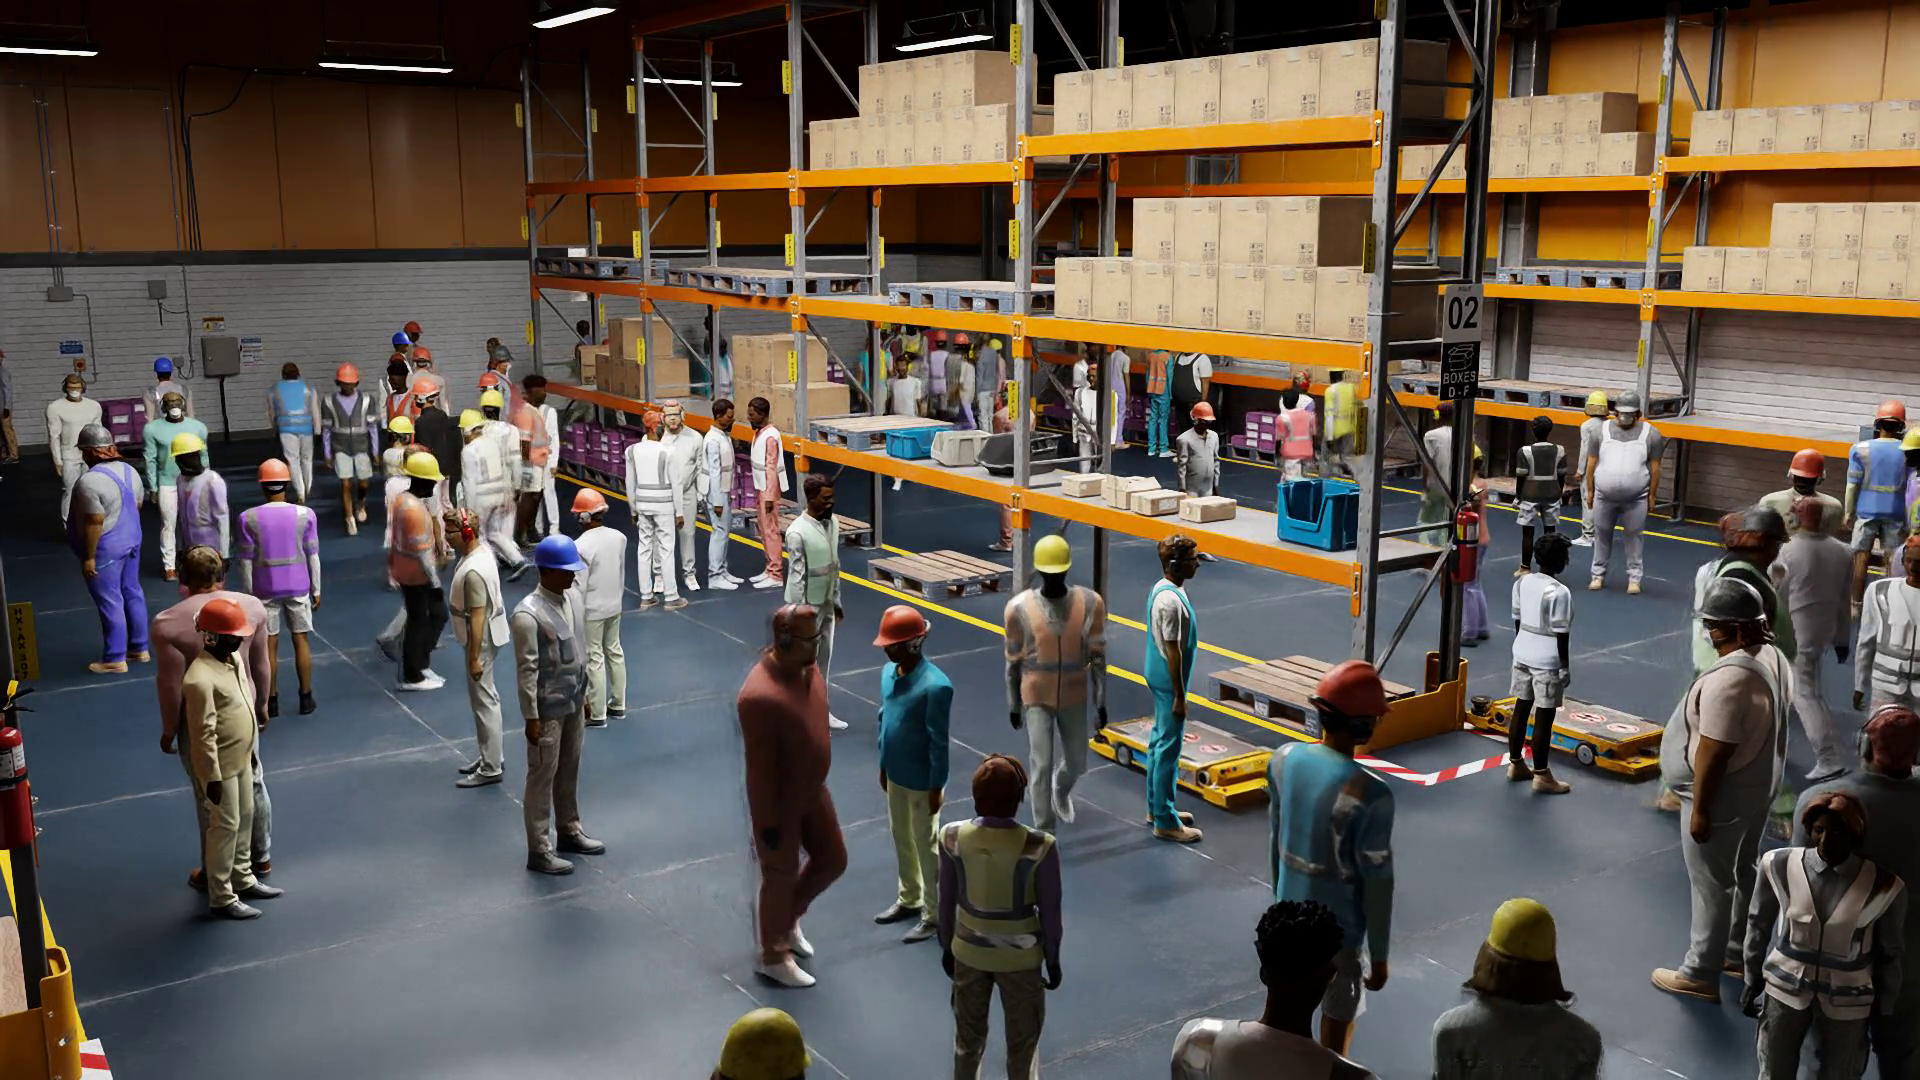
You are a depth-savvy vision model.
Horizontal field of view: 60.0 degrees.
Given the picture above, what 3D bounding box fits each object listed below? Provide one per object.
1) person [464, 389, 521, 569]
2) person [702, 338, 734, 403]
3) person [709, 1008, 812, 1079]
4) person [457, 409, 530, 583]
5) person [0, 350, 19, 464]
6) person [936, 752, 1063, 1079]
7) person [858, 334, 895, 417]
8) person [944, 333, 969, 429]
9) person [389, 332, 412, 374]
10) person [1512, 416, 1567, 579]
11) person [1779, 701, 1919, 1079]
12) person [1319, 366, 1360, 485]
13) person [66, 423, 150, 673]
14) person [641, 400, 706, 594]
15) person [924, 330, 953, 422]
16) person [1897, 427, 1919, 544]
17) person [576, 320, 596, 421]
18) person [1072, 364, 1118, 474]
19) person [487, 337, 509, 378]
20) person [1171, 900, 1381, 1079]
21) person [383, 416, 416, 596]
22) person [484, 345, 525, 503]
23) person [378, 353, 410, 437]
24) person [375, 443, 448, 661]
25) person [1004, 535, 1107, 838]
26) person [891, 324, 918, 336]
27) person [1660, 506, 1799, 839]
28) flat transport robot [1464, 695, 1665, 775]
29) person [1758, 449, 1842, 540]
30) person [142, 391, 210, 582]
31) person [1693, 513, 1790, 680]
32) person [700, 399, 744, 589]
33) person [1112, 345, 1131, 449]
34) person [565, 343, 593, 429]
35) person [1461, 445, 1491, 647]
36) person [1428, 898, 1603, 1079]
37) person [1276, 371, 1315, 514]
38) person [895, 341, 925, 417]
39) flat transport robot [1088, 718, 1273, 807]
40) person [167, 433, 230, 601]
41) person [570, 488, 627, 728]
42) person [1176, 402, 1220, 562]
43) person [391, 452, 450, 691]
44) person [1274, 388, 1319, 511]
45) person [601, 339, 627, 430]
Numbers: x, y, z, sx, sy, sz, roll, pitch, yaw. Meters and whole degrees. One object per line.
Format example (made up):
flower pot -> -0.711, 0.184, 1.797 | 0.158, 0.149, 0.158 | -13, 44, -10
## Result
person -> -4.852, -0.610, 17.325 | 0.584, 1.913, 0.409 | 0, 11, -2
person -> -3.705, -2.224, 25.789 | 0.438, 1.823, 0.649 | 8, 14, 35
person -> -0.517, 2.026, 4.282 | 0.492, 1.731, 0.324 | 6, 12, 28
person -> -4.680, -0.404, 16.529 | 0.611, 1.805, 0.632 | 3, 11, 16
person -> -14.373, -2.015, 24.894 | 0.573, 1.752, 0.327 | 10, 15, 41
person -> 0.148, 1.640, 6.518 | 0.519, 1.633, 0.314 | 5, 12, 23
person -> -1.302, -2.412, 26.748 | 0.578, 1.821, 0.665 | 3, 12, 17
person -> -0.008, -2.181, 25.308 | 0.389, 1.930, 0.544 | -8, 14, -36
person -> -8.447, -2.172, 25.206 | 0.384, 1.949, 0.604 | -3, 11, -14
person -> 5.879, -0.418, 16.887 | 0.532, 1.693, 0.319 | 0, 11, -2
person -> 3.455, 1.546, 6.321 | 0.661, 1.898, 0.397 | 3, 11, 16
person -> 4.924, -1.418, 21.489 | 0.593, 1.904, 0.863 | -8, 14, -35
person -> -6.981, 0.058, 13.557 | 0.536, 2.000, 0.688 | 1, 11, 6
person -> -2.814, -0.429, 16.393 | 0.639, 1.908, 0.409 | -3, 12, -17
person -> -0.294, -2.415, 26.628 | 0.558, 1.882, 1.004 | 4, 12, 20
person -> 8.313, -0.036, 14.407 | 0.509, 1.899, 0.601 | 3, 11, 14
person -> -6.374, -2.801, 28.480 | 0.364, 1.932, 0.630 | 2, 11, 11
person -> 1.659, -1.241, 20.609 | 0.573, 1.883, 0.355 | 4, 12, 19
person -> -7.116, -2.202, 25.623 | 0.346, 1.846, 0.506 | -7, 13, -32
person -> 0.833, 1.890, 4.410 | 0.609, 1.960, 0.365 | 7, 13, 31
person -> -5.446, -0.332, 16.285 | 0.335, 1.757, 0.518 | -10, 15, -43
person -> -5.881, -1.509, 21.574 | 0.538, 2.000, 0.684 | -2, 11, -11
person -> -7.493, -1.576, 22.358 | 0.577, 1.877, 0.341 | -3, 12, -17
person -> -4.626, 0.110, 13.874 | 0.576, 1.813, 0.694 | 8, 14, 37
person -> 0.544, 0.883, 9.667 | 0.599, 1.906, 0.585 | -1, 11, -6
person -> -1.059, -3.473, 31.941 | 0.590, 1.918, 0.389 | -8, 13, -35
person -> 4.787, 0.749, 10.017 | 0.954, 2.000, 0.707 | 3, 12, 16
flat transport robot -> 4.321, 1.316, 11.659 | 0.652, 0.197, 1.431 | -7, 13, -32
person -> 6.251, 0.297, 12.462 | 0.610, 1.989, 0.392 | 2, 11, 8
person -> -7.958, -0.556, 16.958 | 0.627, 1.941, 0.370 | -8, 14, -36
person -> 4.933, 0.751, 10.506 | 0.598, 1.850, 0.836 | 3, 11, 14
person -> -2.394, -0.456, 16.536 | 0.398, 1.909, 0.599 | 0, 11, -1
person -> 2.532, -2.358, 26.467 | 0.360, 1.834, 0.520 | -8, 14, -36
person -> -6.258, -2.451, 27.493 | 0.502, 1.621, 0.480 | 9, 14, 39
person -> 4.388, 0.043, 14.352 | 0.395, 1.752, 0.613 | 7, 13, 33
person -> 1.640, 1.893, 5.022 | 0.488, 1.703, 0.858 | 3, 11, 16
person -> 4.049, -1.122, 20.131 | 0.398, 1.838, 0.565 | -6, 13, -29
person -> -0.786, -2.330, 26.601 | 0.482, 1.726, 0.558 | 2, 11, 11
flat transport robot -> 1.540, 1.426, 11.094 | 0.652, 0.197, 1.431 | -7, 13, -32
person -> -6.344, 0.049, 13.933 | 0.650, 1.913, 0.415 | 6, 13, 30
person -> -2.649, 0.487, 12.091 | 0.323, 1.753, 0.559 | 5, 12, 26
person -> 2.548, -0.603, 17.698 | 0.566, 1.744, 0.350 | -7, 13, -33
person -> -4.158, 0.259, 12.880 | 0.496, 1.899, 0.604 | -4, 12, -19
person -> 3.997, -1.004, 20.001 | 0.579, 1.633, 0.877 | -5, 12, -25
person -> -5.586, -2.355, 26.685 | 0.375, 1.742, 0.564 | -7, 13, -33
